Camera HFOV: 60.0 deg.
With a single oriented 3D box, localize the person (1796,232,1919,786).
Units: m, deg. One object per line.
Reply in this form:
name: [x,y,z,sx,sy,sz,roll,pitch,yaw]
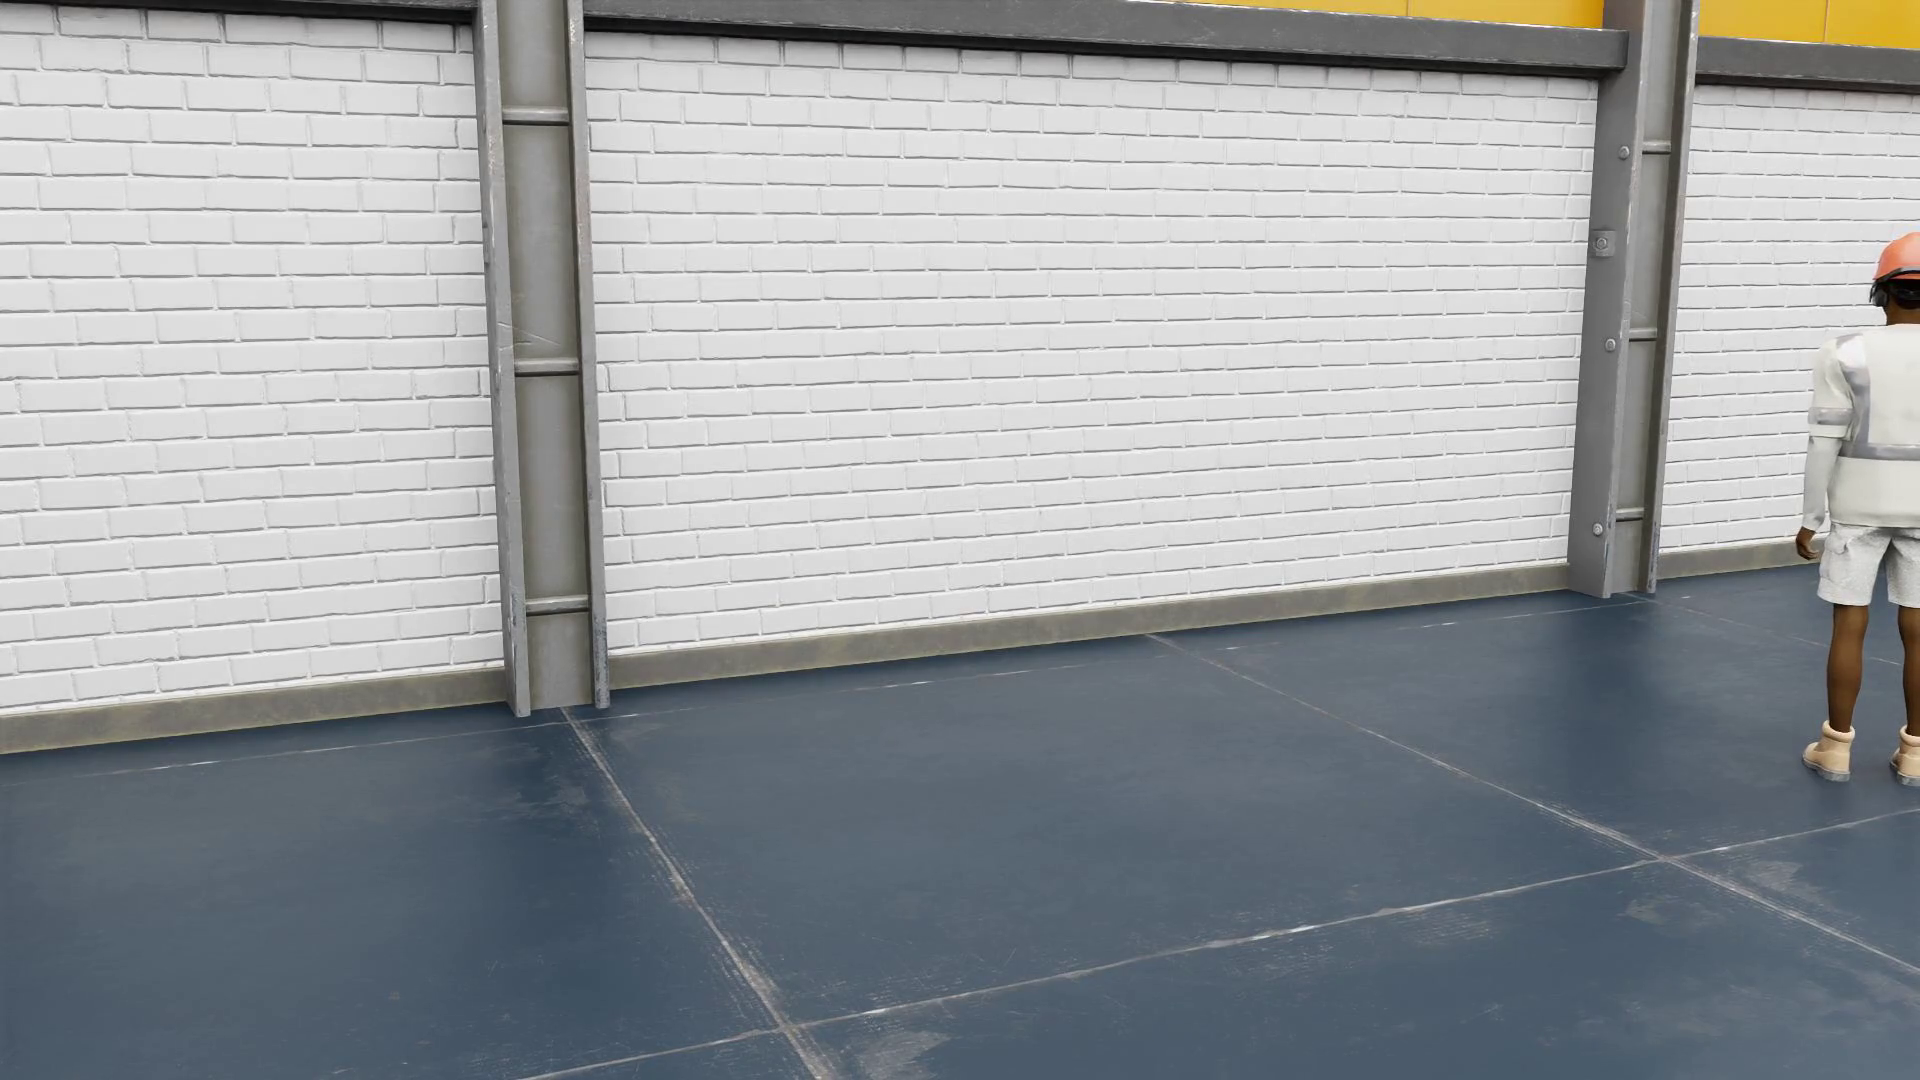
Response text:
person: [3.446,-0.107,6.185,0.614,2.041,0.390,3,11,15]
